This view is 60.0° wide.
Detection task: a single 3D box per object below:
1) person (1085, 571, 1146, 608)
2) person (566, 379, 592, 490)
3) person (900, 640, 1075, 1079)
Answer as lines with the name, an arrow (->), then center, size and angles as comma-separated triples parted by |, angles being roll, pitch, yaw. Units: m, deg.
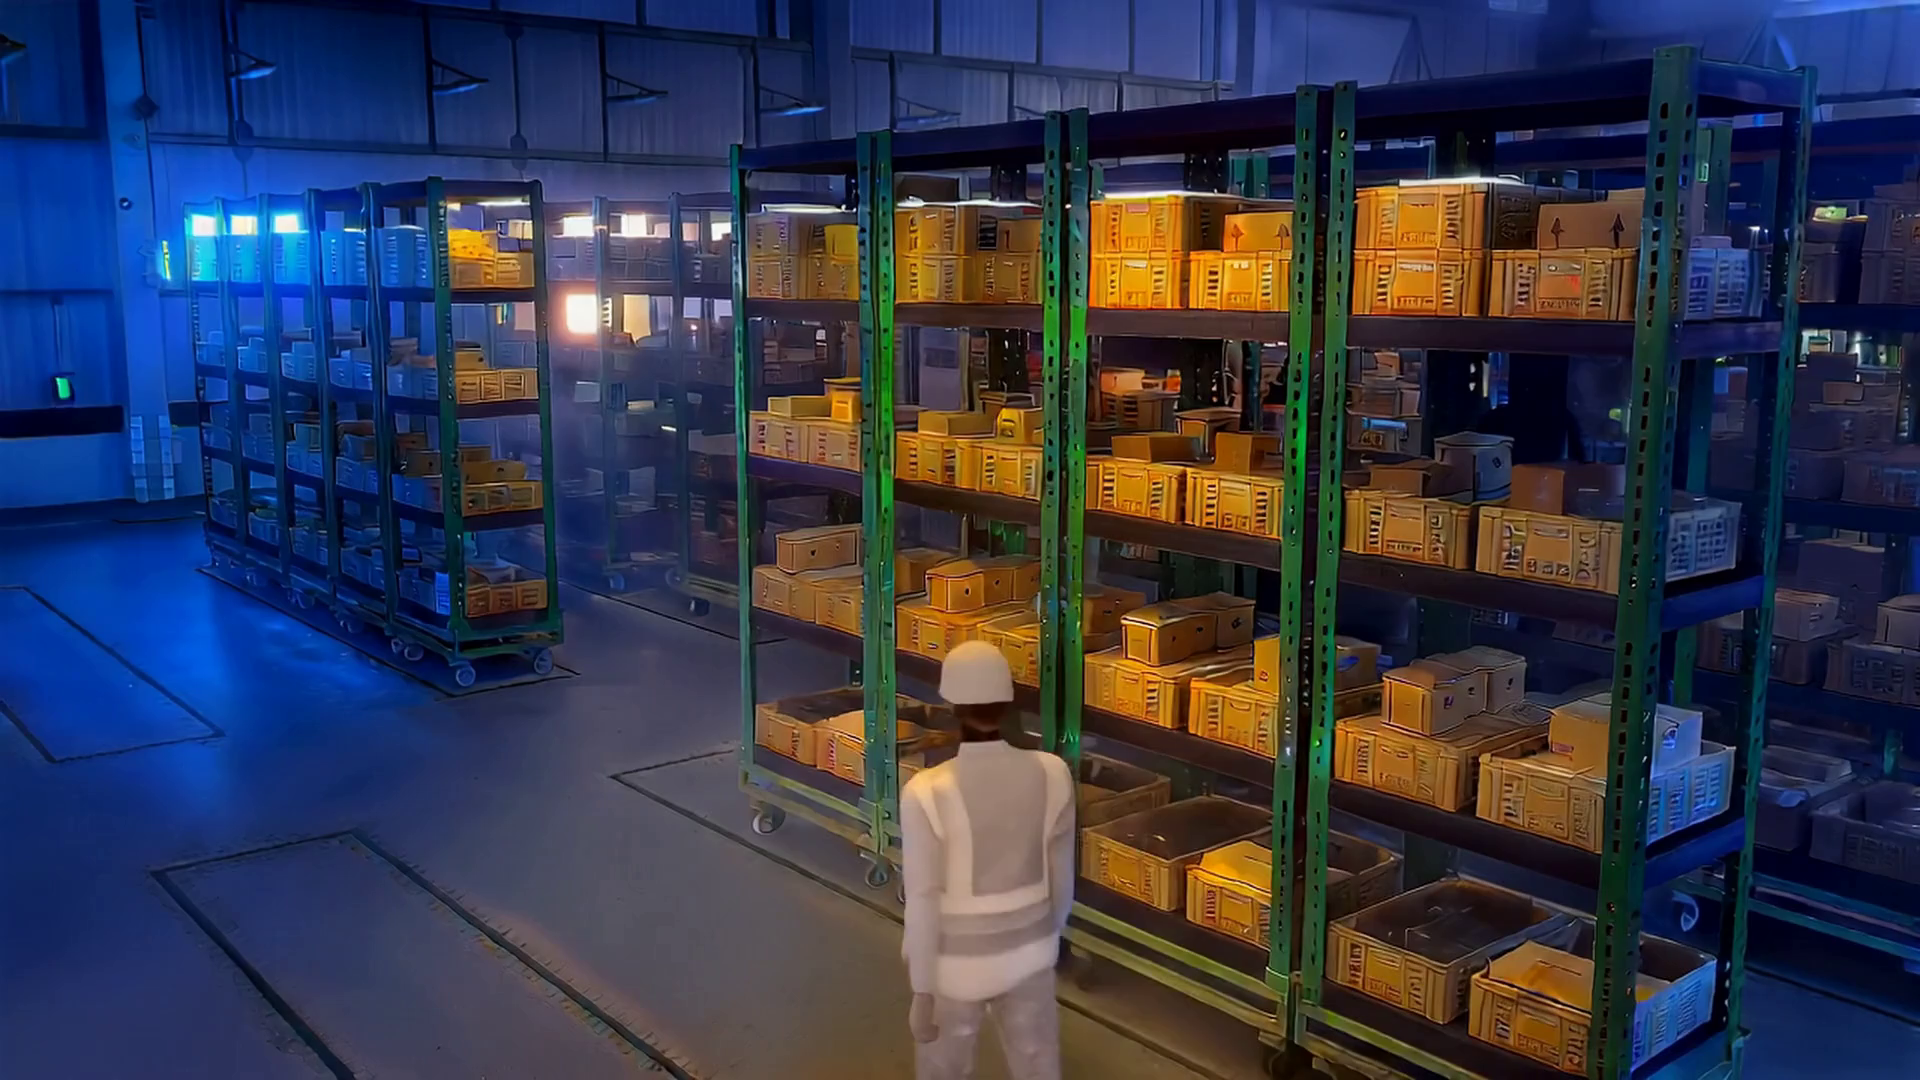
person -> 1.308, -0.185, 13.954 | 0.600, 1.805, 0.823 | 9, 13, 42
person -> -4.303, -0.911, 18.367 | 1.014, 1.783, 0.560 | 7, 12, 37
person -> 0.105, 1.245, 5.049 | 0.638, 1.900, 1.011 | -5, 11, -28
